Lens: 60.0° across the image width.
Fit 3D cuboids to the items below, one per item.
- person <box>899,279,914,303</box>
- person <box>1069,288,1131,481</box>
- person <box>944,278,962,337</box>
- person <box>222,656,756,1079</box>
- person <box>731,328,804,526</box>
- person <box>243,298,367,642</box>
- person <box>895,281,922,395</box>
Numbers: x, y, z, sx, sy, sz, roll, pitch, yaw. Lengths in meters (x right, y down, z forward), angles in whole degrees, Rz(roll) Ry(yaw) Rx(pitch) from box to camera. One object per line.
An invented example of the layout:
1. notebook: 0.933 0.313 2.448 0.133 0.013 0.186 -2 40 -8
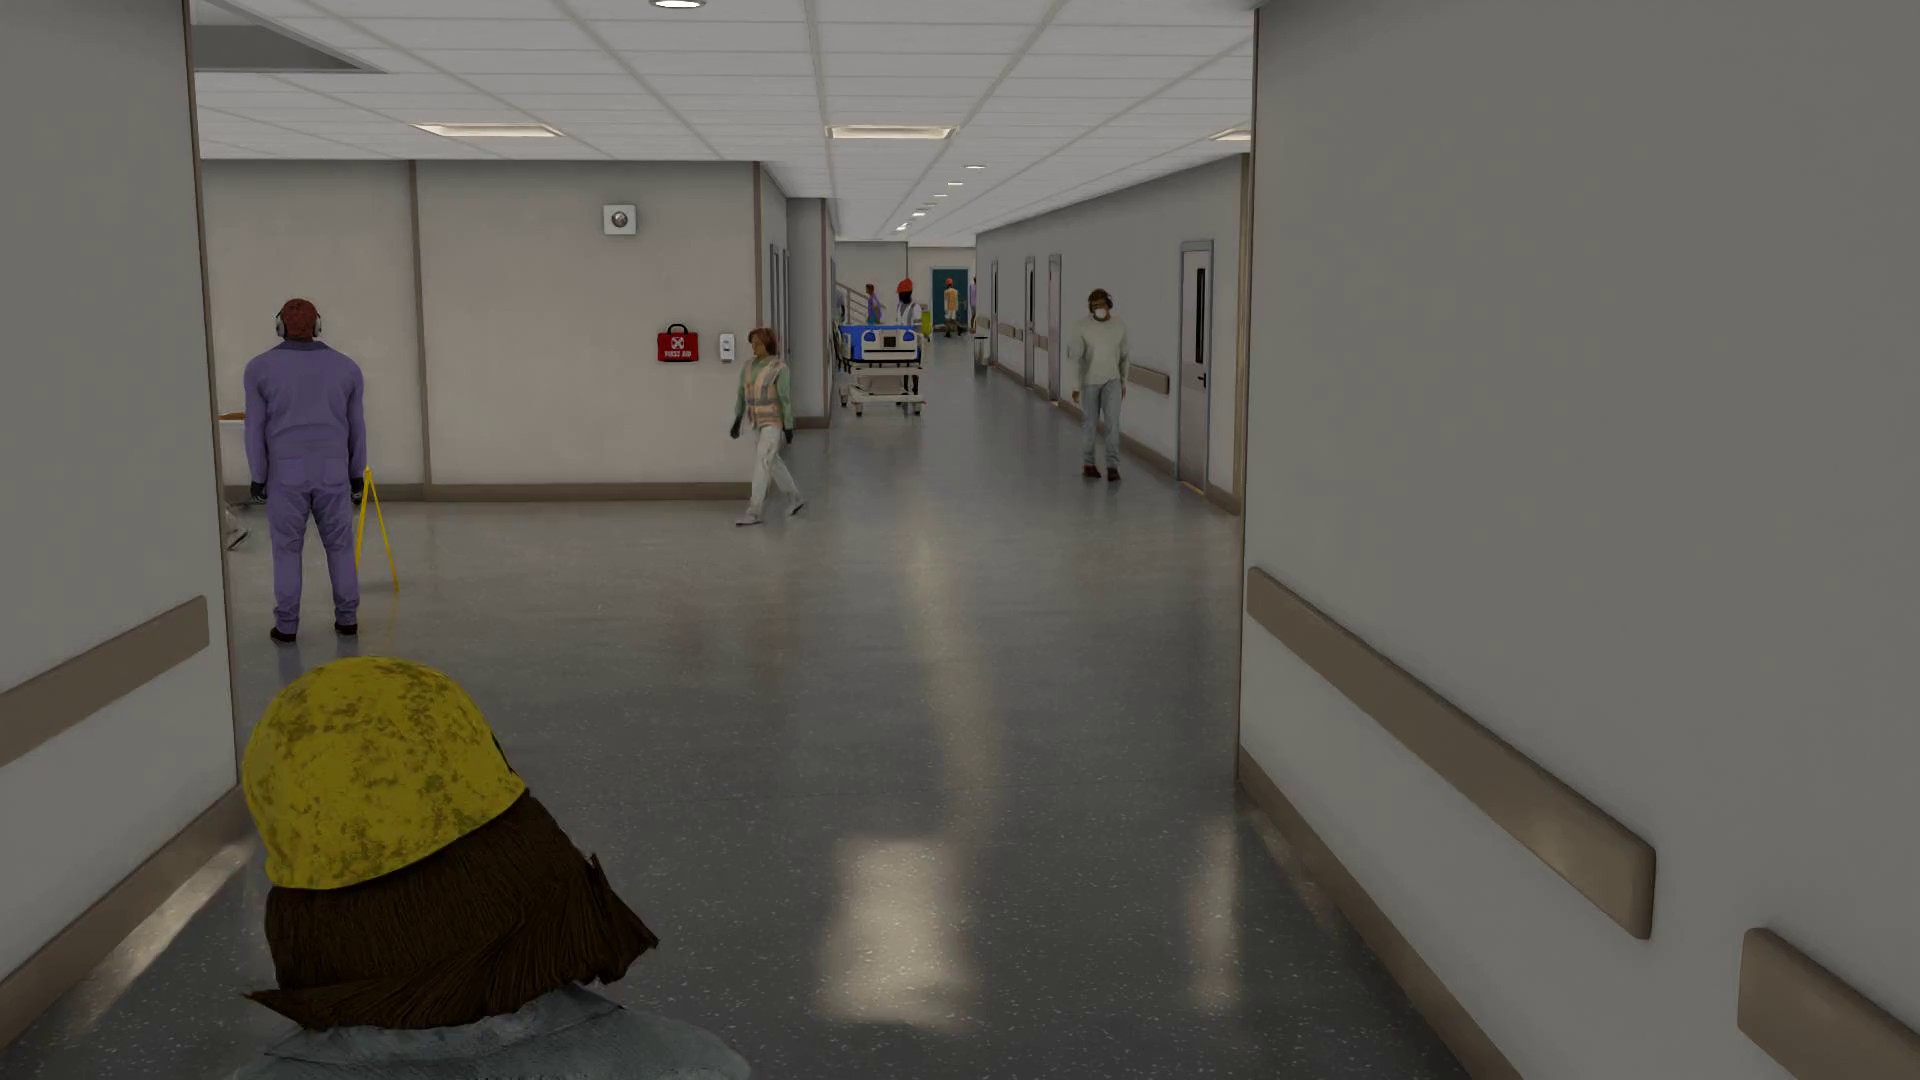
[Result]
1. person: -1.305 -5.561 41.618 0.383 1.933 0.550 -5 10 -27
2. person: 1.378 -1.518 16.347 0.651 1.884 0.902 -1 9 -9
3. person: -0.258 -7.520 53.939 0.549 1.924 0.631 -7 12 -38
4. person: -0.381 0.958 1.405 0.535 1.722 0.363 -2 9 -11
5. person: -1.566 -0.949 13.698 0.516 1.599 0.836 9 13 44
6. person: -3.649 -0.394 9.296 0.645 1.899 0.396 -6 11 -35
7. person: -0.868 -3.202 26.789 0.374 1.933 0.552 -9 13 -44
